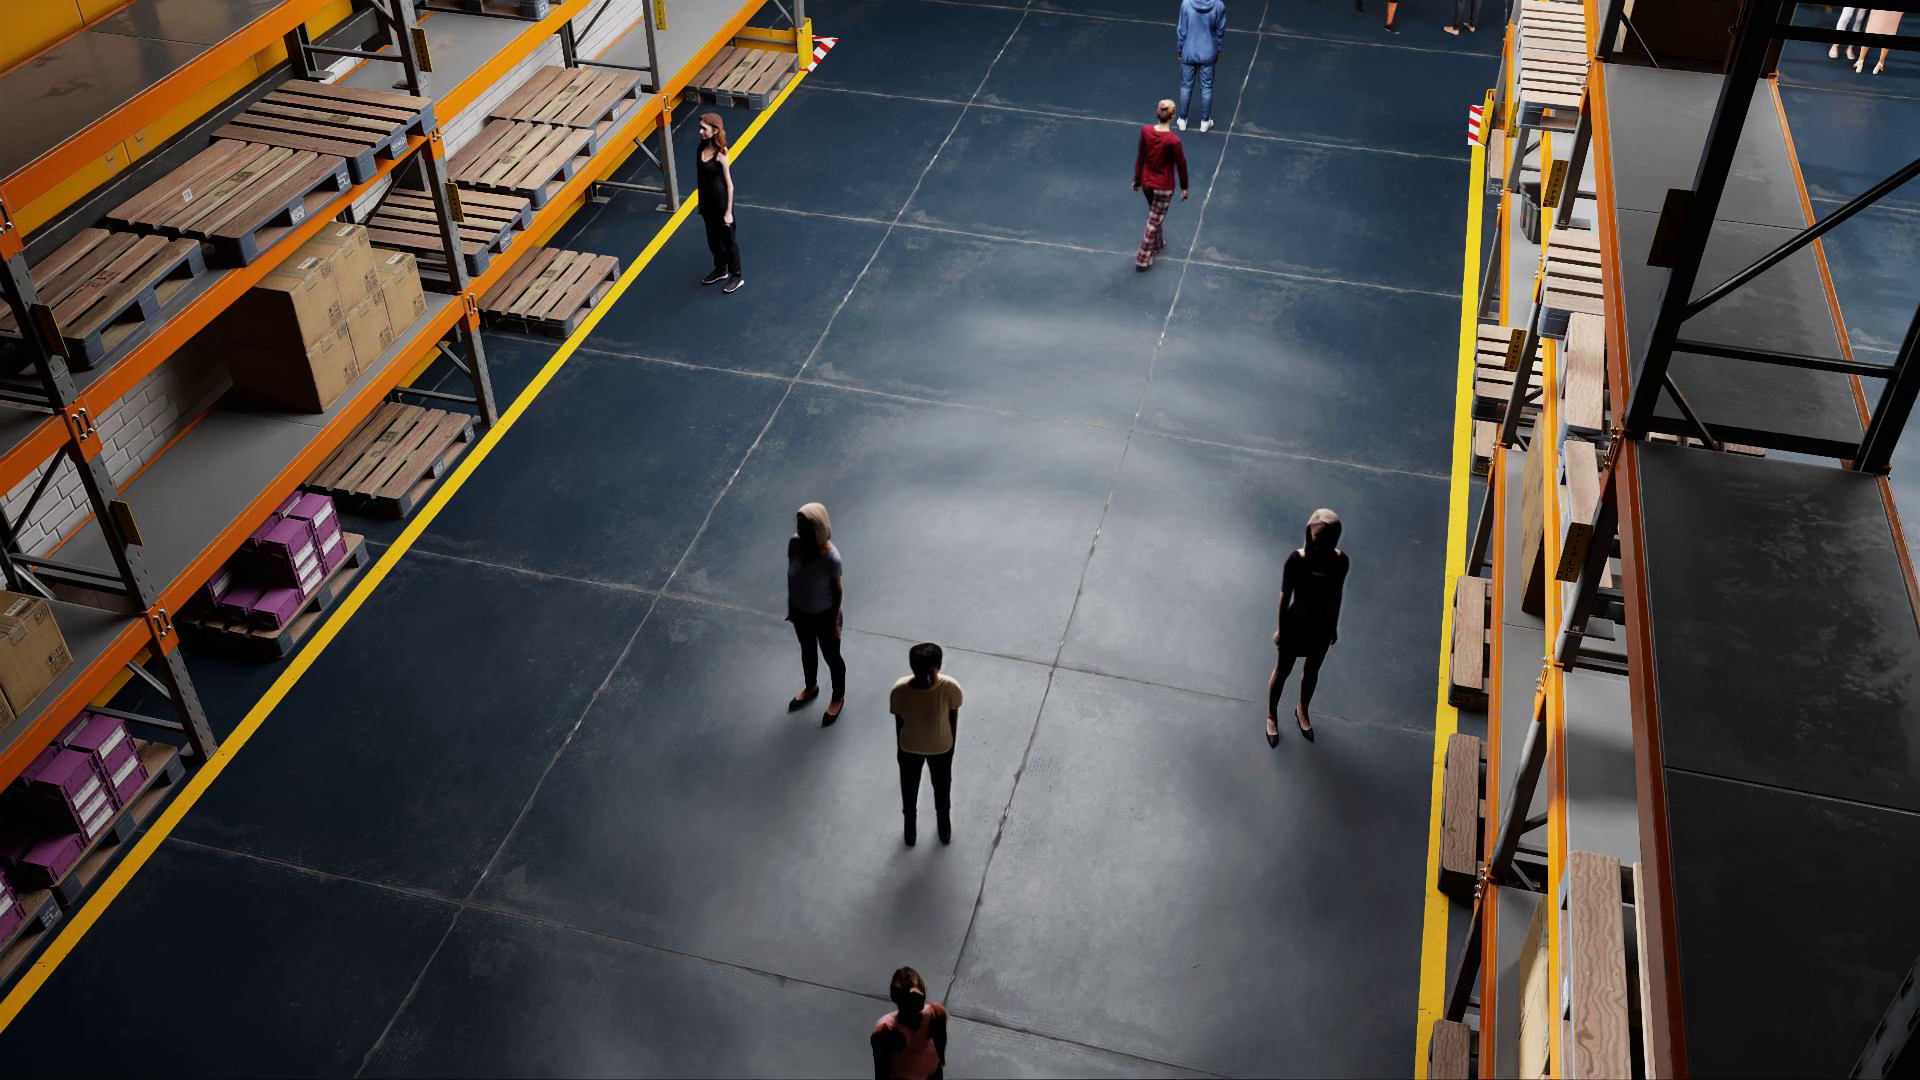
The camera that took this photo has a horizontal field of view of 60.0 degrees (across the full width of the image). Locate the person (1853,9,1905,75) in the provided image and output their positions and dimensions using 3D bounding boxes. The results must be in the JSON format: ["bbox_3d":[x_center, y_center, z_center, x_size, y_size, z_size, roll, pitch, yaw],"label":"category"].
[{"bbox_3d":[10.839,-6.338,19.330,0.624,1.831,0.570,16,41,19],"label":"person"}]

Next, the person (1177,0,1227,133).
[{"bbox_3d":[2.606,-5.334,18.088,0.675,1.811,0.570,8,39,9],"label":"person"}]

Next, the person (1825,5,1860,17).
[{"bbox_3d":[11.244,-7.296,20.624,1.048,1.713,1.021,-16,41,-19],"label":"person"}]

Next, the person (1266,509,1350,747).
[{"bbox_3d":[2.227,0.560,10.694,0.648,1.830,0.632,-5,39,-7],"label":"person"}]

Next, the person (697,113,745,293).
[{"bbox_3d":[-2.231,-3.135,15.386,0.648,1.746,0.642,27,46,30],"label":"person"}]

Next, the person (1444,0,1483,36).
[{"bbox_3d":[6.283,-7.064,20.325,0.681,1.724,0.709,-14,41,-16],"label":"person"}]

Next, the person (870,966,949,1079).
[{"bbox_3d":[-0.207,2.716,8.170,0.999,1.611,1.144,-14,41,-17],"label":"person"}]

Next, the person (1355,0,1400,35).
[{"bbox_3d":[5.220,-7.117,20.464,0.982,1.634,1.097,-17,42,-20],"label":"person"}]

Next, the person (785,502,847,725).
[{"bbox_3d":[-0.939,0.455,10.911,0.634,1.723,0.607,22,44,25],"label":"person"}]

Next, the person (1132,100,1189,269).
[{"bbox_3d":[1.819,-3.330,15.680,0.843,1.685,0.936,28,47,31],"label":"person"}]

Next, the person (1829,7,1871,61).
[{"bbox_3d":[10.707,-6.550,19.705,0.547,1.694,0.541,13,40,15],"label":"person"}]

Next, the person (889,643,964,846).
[{"bbox_3d":[-0.212,1.228,10.054,0.626,1.584,0.562,0,39,0],"label":"person"}]
